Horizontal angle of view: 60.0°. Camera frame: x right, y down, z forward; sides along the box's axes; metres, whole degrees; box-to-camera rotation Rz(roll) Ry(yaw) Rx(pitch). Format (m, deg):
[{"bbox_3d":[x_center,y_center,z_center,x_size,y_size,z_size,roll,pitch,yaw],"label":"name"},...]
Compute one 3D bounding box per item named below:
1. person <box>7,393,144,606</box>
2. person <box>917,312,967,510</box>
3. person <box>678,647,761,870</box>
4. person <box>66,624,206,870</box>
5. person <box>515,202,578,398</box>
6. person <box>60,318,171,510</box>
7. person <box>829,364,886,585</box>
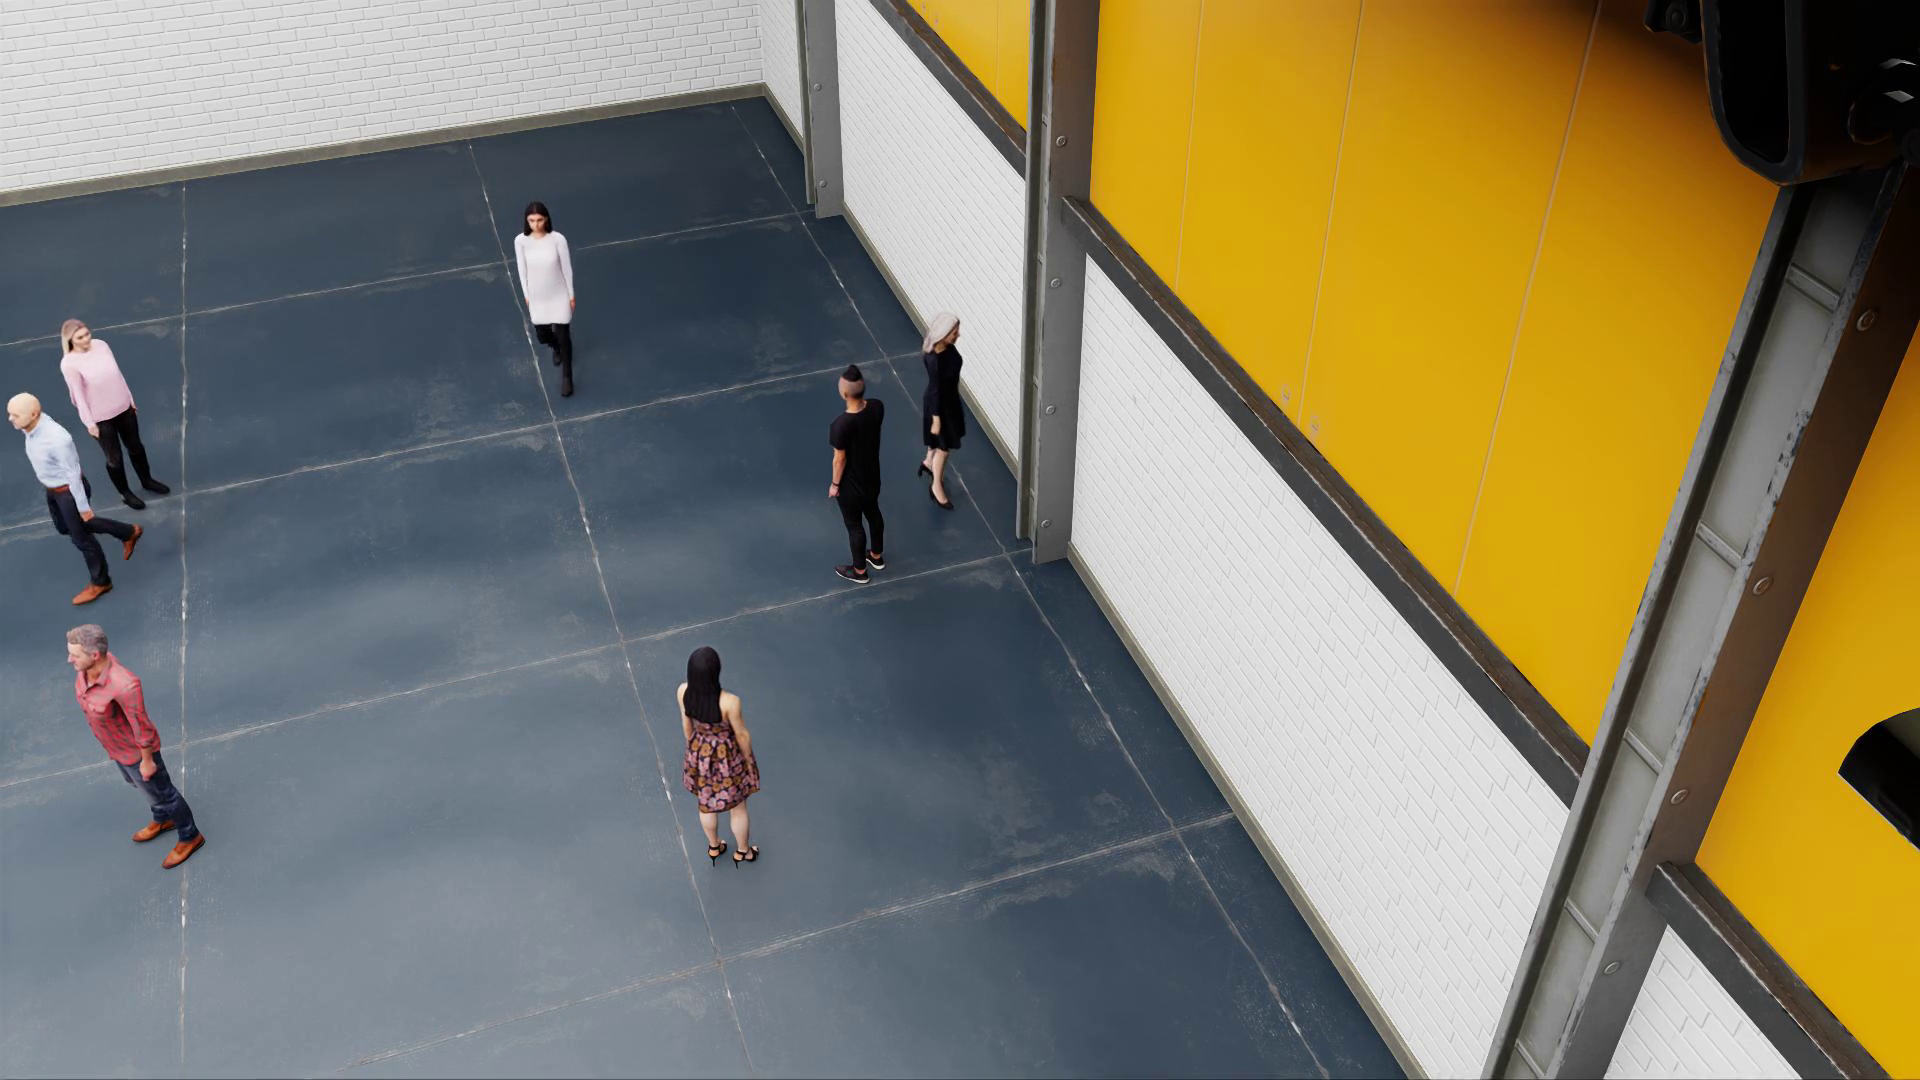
[{"bbox_3d":[-6.408,-0.372,12.085,0.988,1.777,0.976,28,46,30],"label":"person"},{"bbox_3d":[-0.139,-1.026,12.936,0.919,1.737,0.830,9,40,12],"label":"person"},{"bbox_3d":[-1.443,1.315,9.974,0.802,1.775,0.849,11,40,13],"label":"person"},{"bbox_3d":[-5.010,1.212,10.058,0.685,1.831,0.820,27,46,30],"label":"person"},{"bbox_3d":[-3.485,-2.118,14.254,0.751,1.798,0.906,-2,39,-2],"label":"person"},{"bbox_3d":[-6.646,-1.006,12.953,0.741,1.684,0.682,16,41,19],"label":"person"},{"bbox_3d":[-0.743,-0.499,12.166,0.787,1.874,0.775,25,45,28],"label":"person"}]
